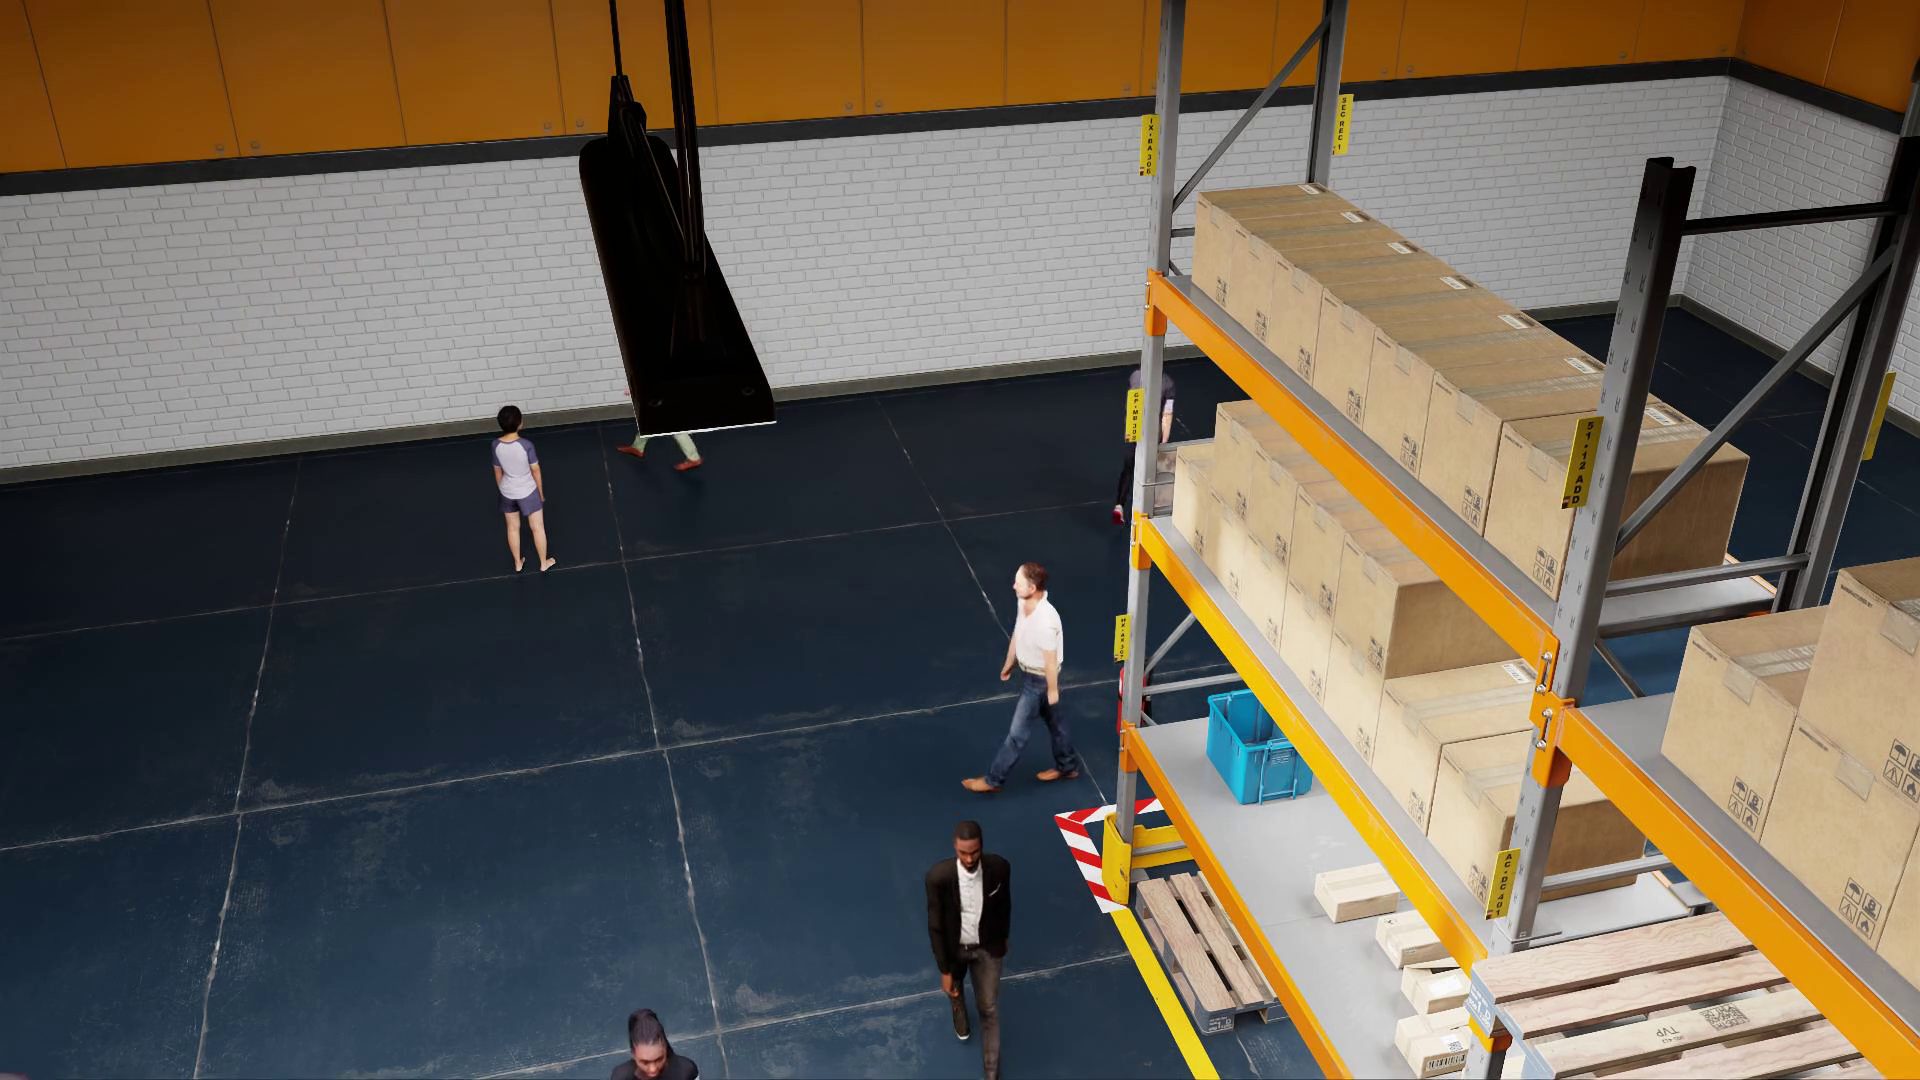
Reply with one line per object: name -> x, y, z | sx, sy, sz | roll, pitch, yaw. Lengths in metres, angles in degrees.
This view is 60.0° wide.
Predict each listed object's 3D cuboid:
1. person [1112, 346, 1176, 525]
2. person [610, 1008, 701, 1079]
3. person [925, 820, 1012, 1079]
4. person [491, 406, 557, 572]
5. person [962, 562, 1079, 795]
person -> 1.676, -0.946, 15.341 | 1.094, 1.735, 1.180 | 14, 32, 24
person -> -1.485, 2.955, 8.211 | 0.651, 1.715, 0.818 | -4, 29, -7
person -> 0.015, 2.261, 9.451 | 0.767, 1.745, 1.234 | -4, 29, -8
person -> -3.867, -0.448, 14.602 | 0.634, 1.567, 0.634 | 3, 29, 5
person -> 0.661, 0.964, 11.749 | 0.766, 1.820, 1.064 | -5, 29, -10
